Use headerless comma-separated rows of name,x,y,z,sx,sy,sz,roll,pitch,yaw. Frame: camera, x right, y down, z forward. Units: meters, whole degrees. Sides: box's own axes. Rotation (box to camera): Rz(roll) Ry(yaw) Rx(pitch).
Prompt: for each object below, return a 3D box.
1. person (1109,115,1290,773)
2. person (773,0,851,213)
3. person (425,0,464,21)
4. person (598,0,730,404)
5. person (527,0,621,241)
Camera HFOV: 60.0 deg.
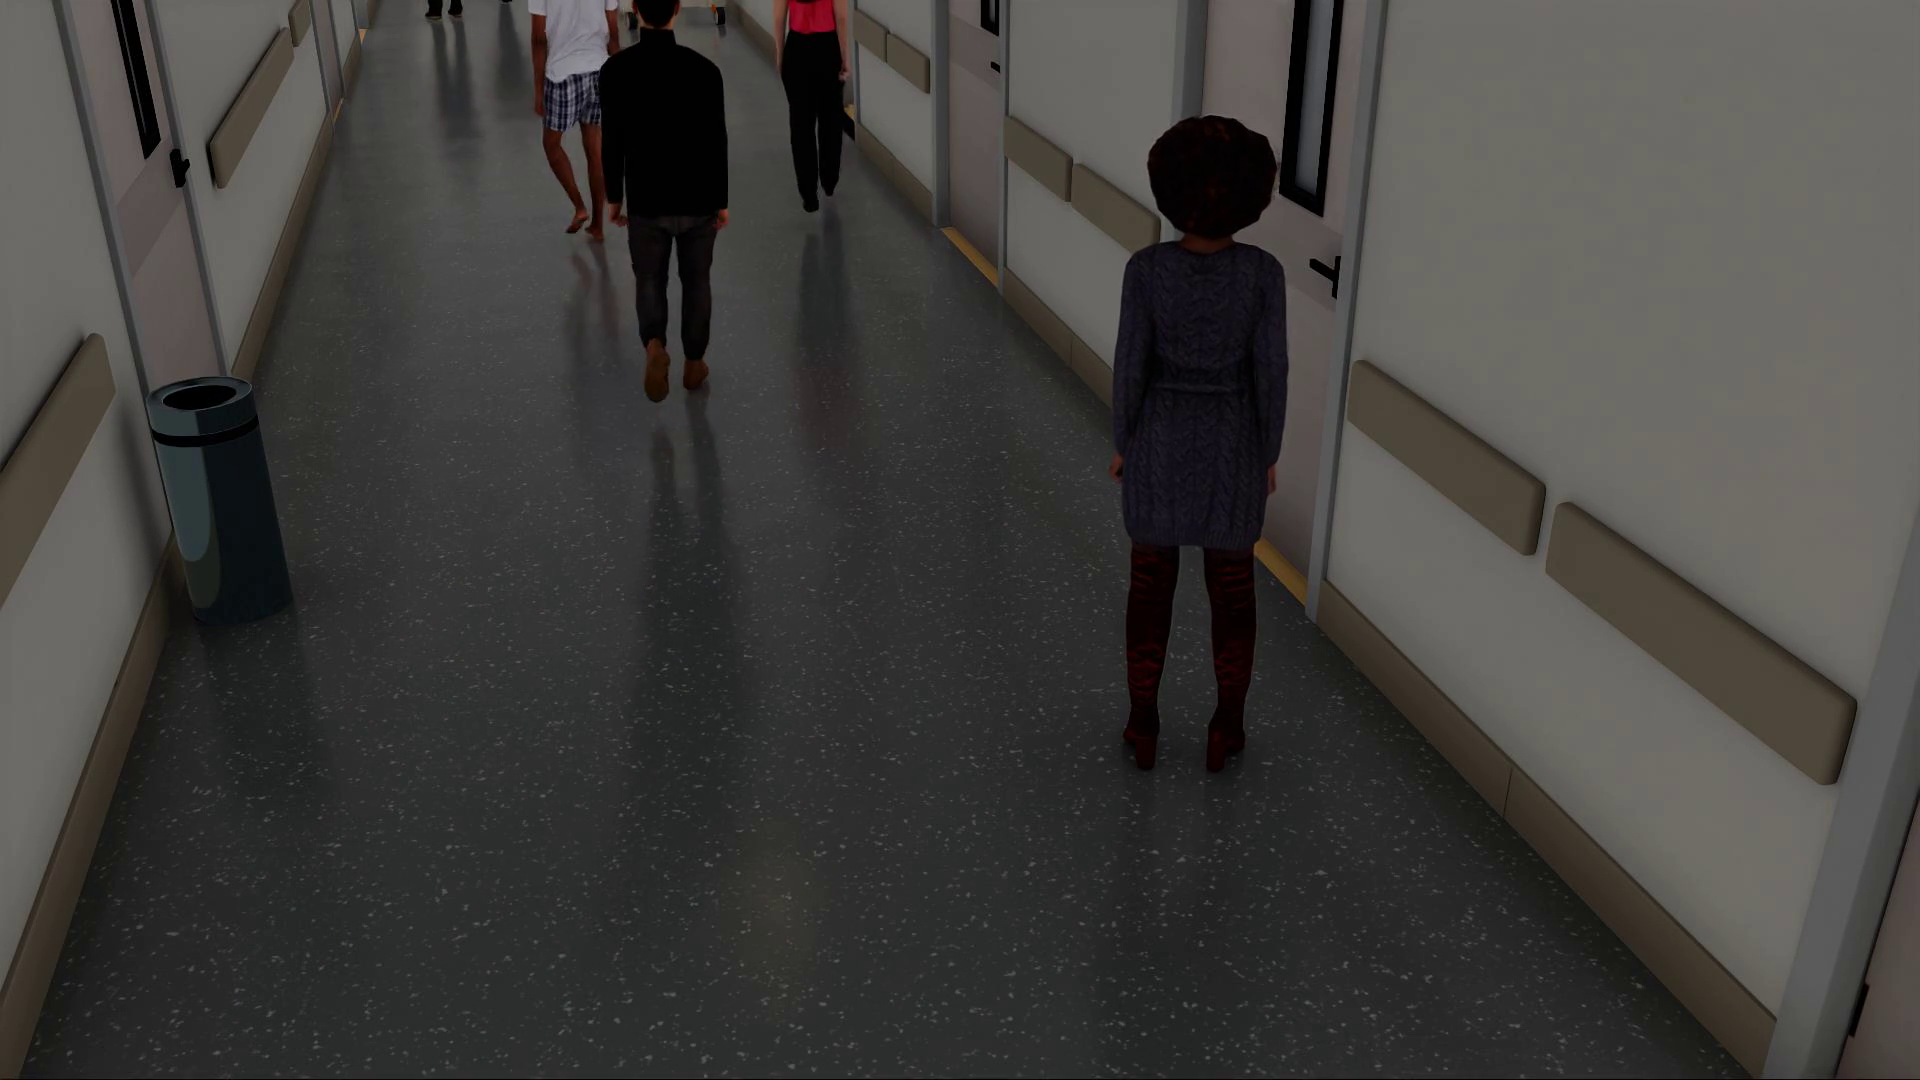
person,0.590,-0.196,4.175,0.592,1.711,0.714,5,26,10
person,-0.816,-2.642,9.352,1.036,1.620,0.732,-3,26,-7
person,-5.094,-5.987,16.071,0.630,1.809,0.776,-20,32,-35
person,-1.152,-1.361,6.597,0.862,1.706,0.781,-3,26,-6
person,-1.994,-2.391,8.732,0.652,1.707,0.779,-13,29,-25
